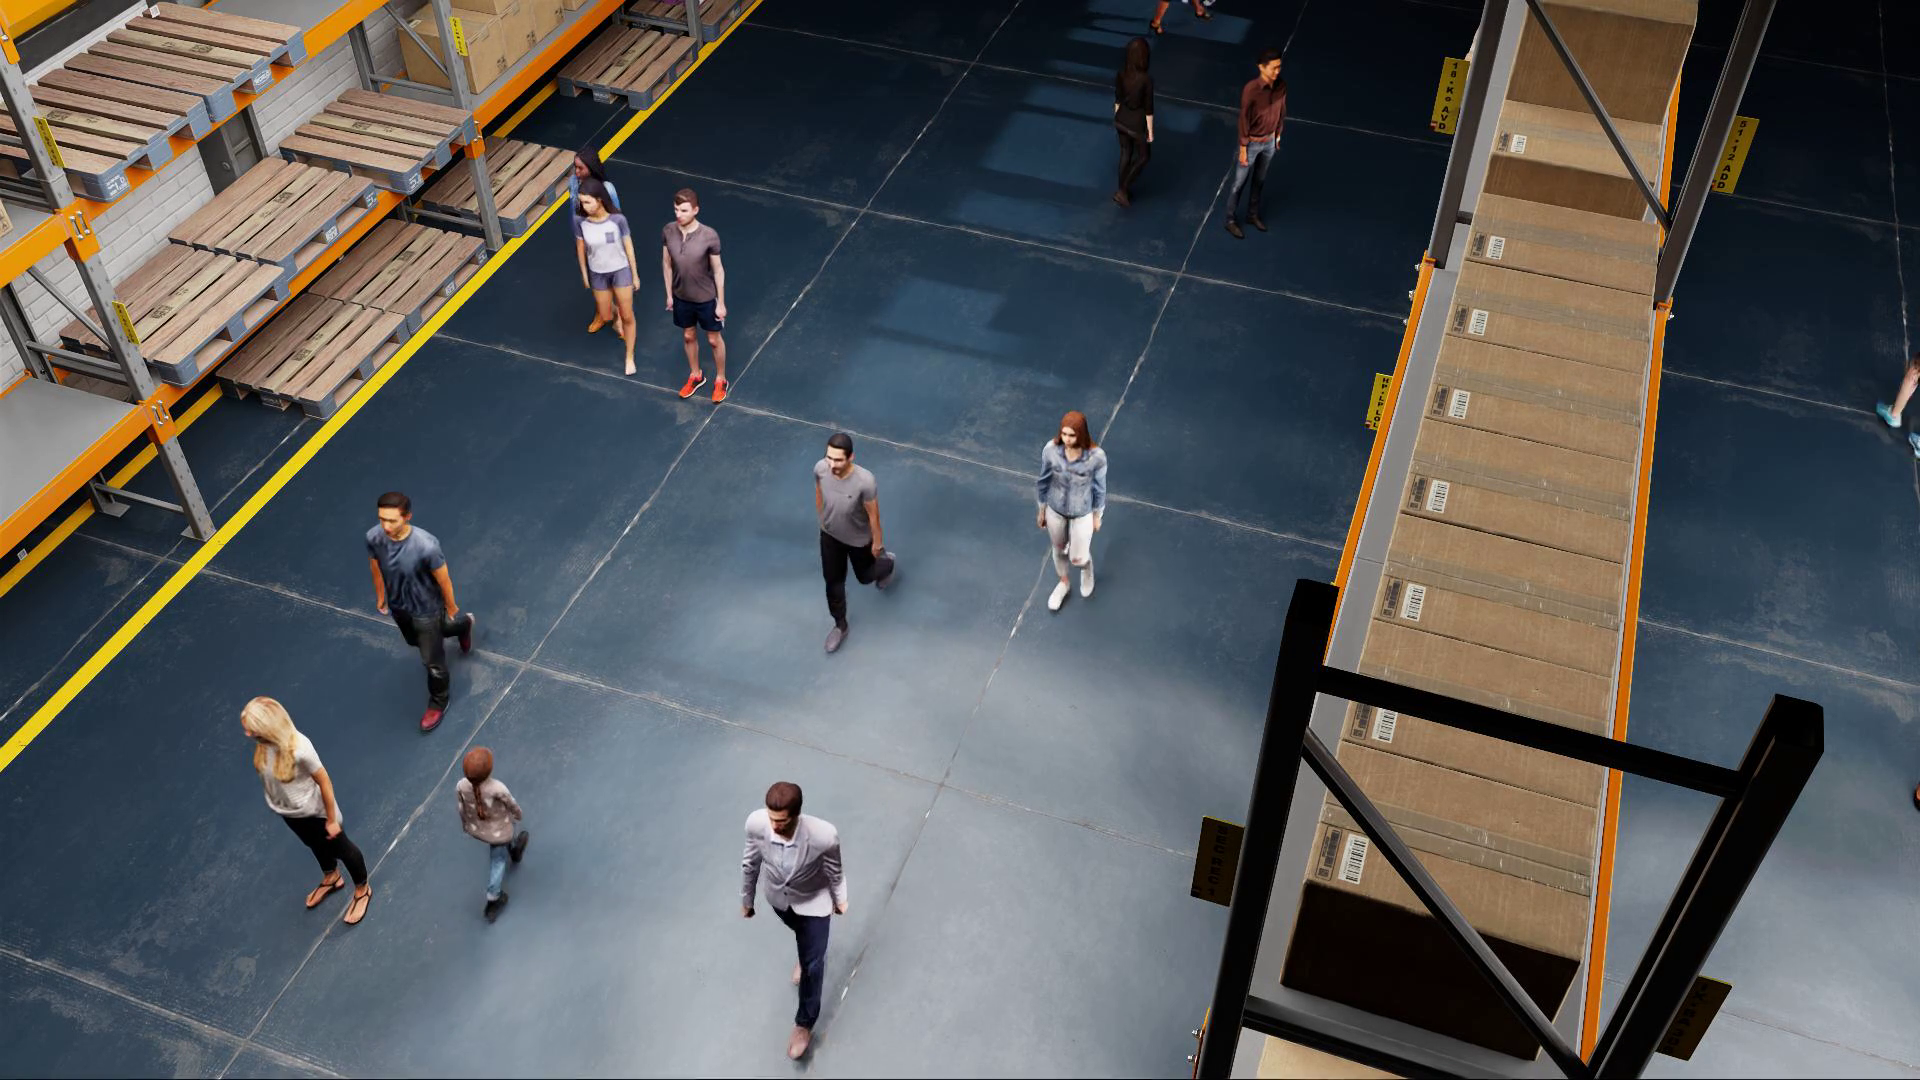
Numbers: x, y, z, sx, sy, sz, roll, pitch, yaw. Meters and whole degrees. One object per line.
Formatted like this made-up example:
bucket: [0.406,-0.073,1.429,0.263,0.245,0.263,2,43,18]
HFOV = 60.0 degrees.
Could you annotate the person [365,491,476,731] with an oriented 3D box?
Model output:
person: [-3.385,0.333,10.503,0.649,1.791,1.020,13,45,14]

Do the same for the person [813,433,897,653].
person: [-0.700,-0.083,10.986,0.646,1.727,1.026,16,46,16]

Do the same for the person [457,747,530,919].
person: [-2.703,1.682,9.539,0.465,1.168,0.831,11,45,12]

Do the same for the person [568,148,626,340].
person: [-2.897,-2.407,13.437,0.600,1.711,0.507,14,45,14]

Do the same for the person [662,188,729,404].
person: [-2.023,-1.885,12.786,0.659,1.853,0.555,11,45,11]

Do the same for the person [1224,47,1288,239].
person: [2.578,-3.480,14.517,0.686,1.775,0.759,-19,47,-19]

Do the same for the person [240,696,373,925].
person: [-3.645,1.470,9.287,0.620,1.822,0.546,18,46,18]

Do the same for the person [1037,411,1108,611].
person: [0.772,-0.251,11.188,0.618,1.693,0.641,16,46,16]

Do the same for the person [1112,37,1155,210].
person: [1.499,-3.658,14.809,0.701,1.631,0.785,29,51,27]

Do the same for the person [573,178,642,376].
person: [-2.764,-2.155,13.166,0.827,1.720,0.964,-6,44,-6]

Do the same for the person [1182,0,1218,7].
person: [2.624,-6.658,17.806,0.660,1.840,0.527,15,46,15]

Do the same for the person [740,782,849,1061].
person: [-0.828,1.826,8.913,0.690,1.822,0.978,14,45,14]

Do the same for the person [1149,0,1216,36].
person: [2.221,-6.000,17.274,0.965,1.621,1.007,-9,44,-9]
